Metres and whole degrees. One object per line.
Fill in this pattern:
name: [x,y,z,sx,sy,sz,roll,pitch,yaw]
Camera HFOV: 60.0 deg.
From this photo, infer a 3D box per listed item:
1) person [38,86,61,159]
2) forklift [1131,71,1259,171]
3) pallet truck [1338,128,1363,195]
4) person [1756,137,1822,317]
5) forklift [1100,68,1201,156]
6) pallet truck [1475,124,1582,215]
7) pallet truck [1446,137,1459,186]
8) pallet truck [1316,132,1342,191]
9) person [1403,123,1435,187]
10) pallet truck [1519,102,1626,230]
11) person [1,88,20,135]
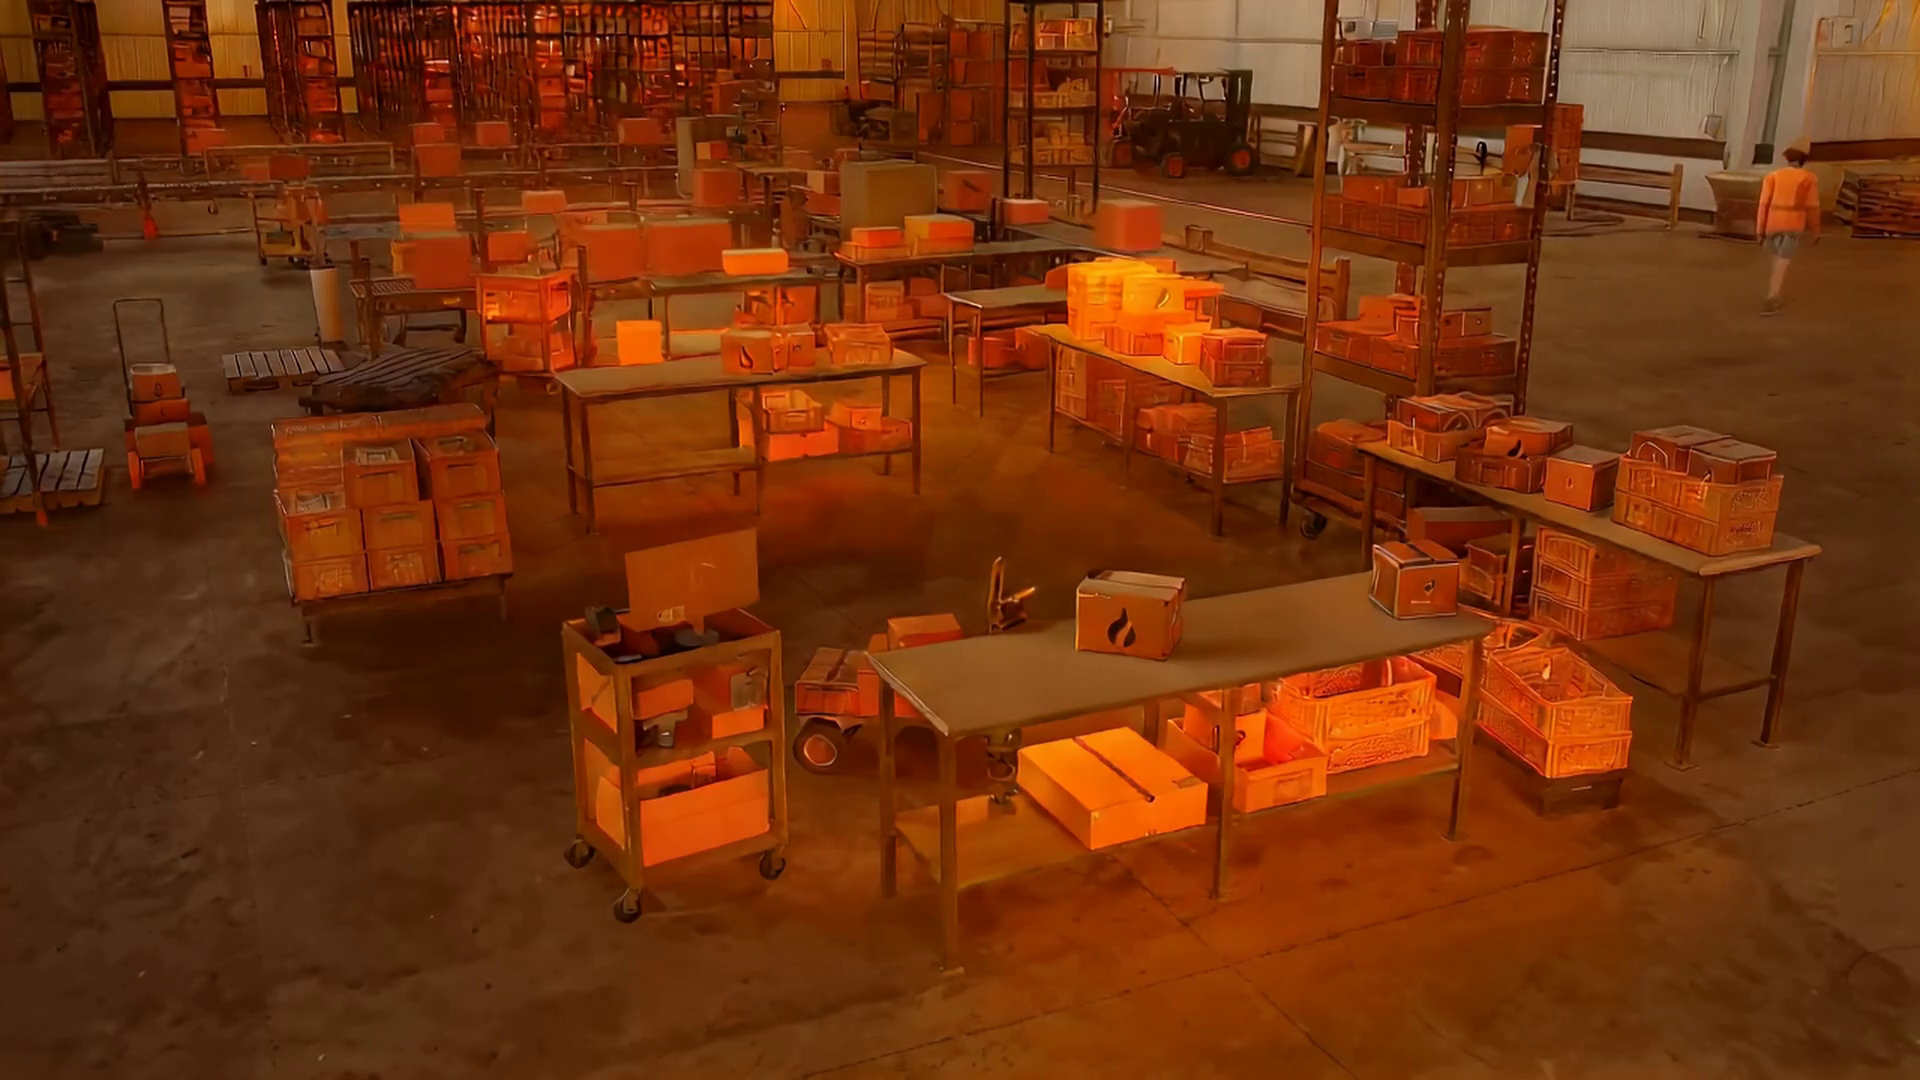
person: [-20.313,-9.253,37.272,0.766,1.796,0.602,6,19,19]
forklift: [4.998,-8.936,35.413,2.680,1.987,1.157,-9,20,-25]
pallet truck: [7.845,-7.140,31.411,1.522,1.261,0.704,-9,20,-25]
person: [9.533,-3.594,19.079,0.980,1.998,0.614,-15,23,-40]
forklift: [4.082,-9.564,37.410,2.680,1.987,1.157,-8,19,-23]
pallet truck: [9.707,-6.455,28.103,1.885,1.965,0.823,-7,19,-20]
pallet truck: [9.184,-6.485,29.328,1.630,1.274,0.653,-8,19,-23]
pallet truck: [7.723,-7.504,32.656,1.601,1.201,0.680,-8,19,-23]
person: [8.404,-7.132,30.385,0.402,1.906,0.652,-13,22,-36]
pallet truck: [9.972,-6.037,26.785,1.885,1.965,0.823,-9,20,-25]
person: [-27.177,-12.376,47.050,0.846,1.811,0.565,-11,21,-31]
